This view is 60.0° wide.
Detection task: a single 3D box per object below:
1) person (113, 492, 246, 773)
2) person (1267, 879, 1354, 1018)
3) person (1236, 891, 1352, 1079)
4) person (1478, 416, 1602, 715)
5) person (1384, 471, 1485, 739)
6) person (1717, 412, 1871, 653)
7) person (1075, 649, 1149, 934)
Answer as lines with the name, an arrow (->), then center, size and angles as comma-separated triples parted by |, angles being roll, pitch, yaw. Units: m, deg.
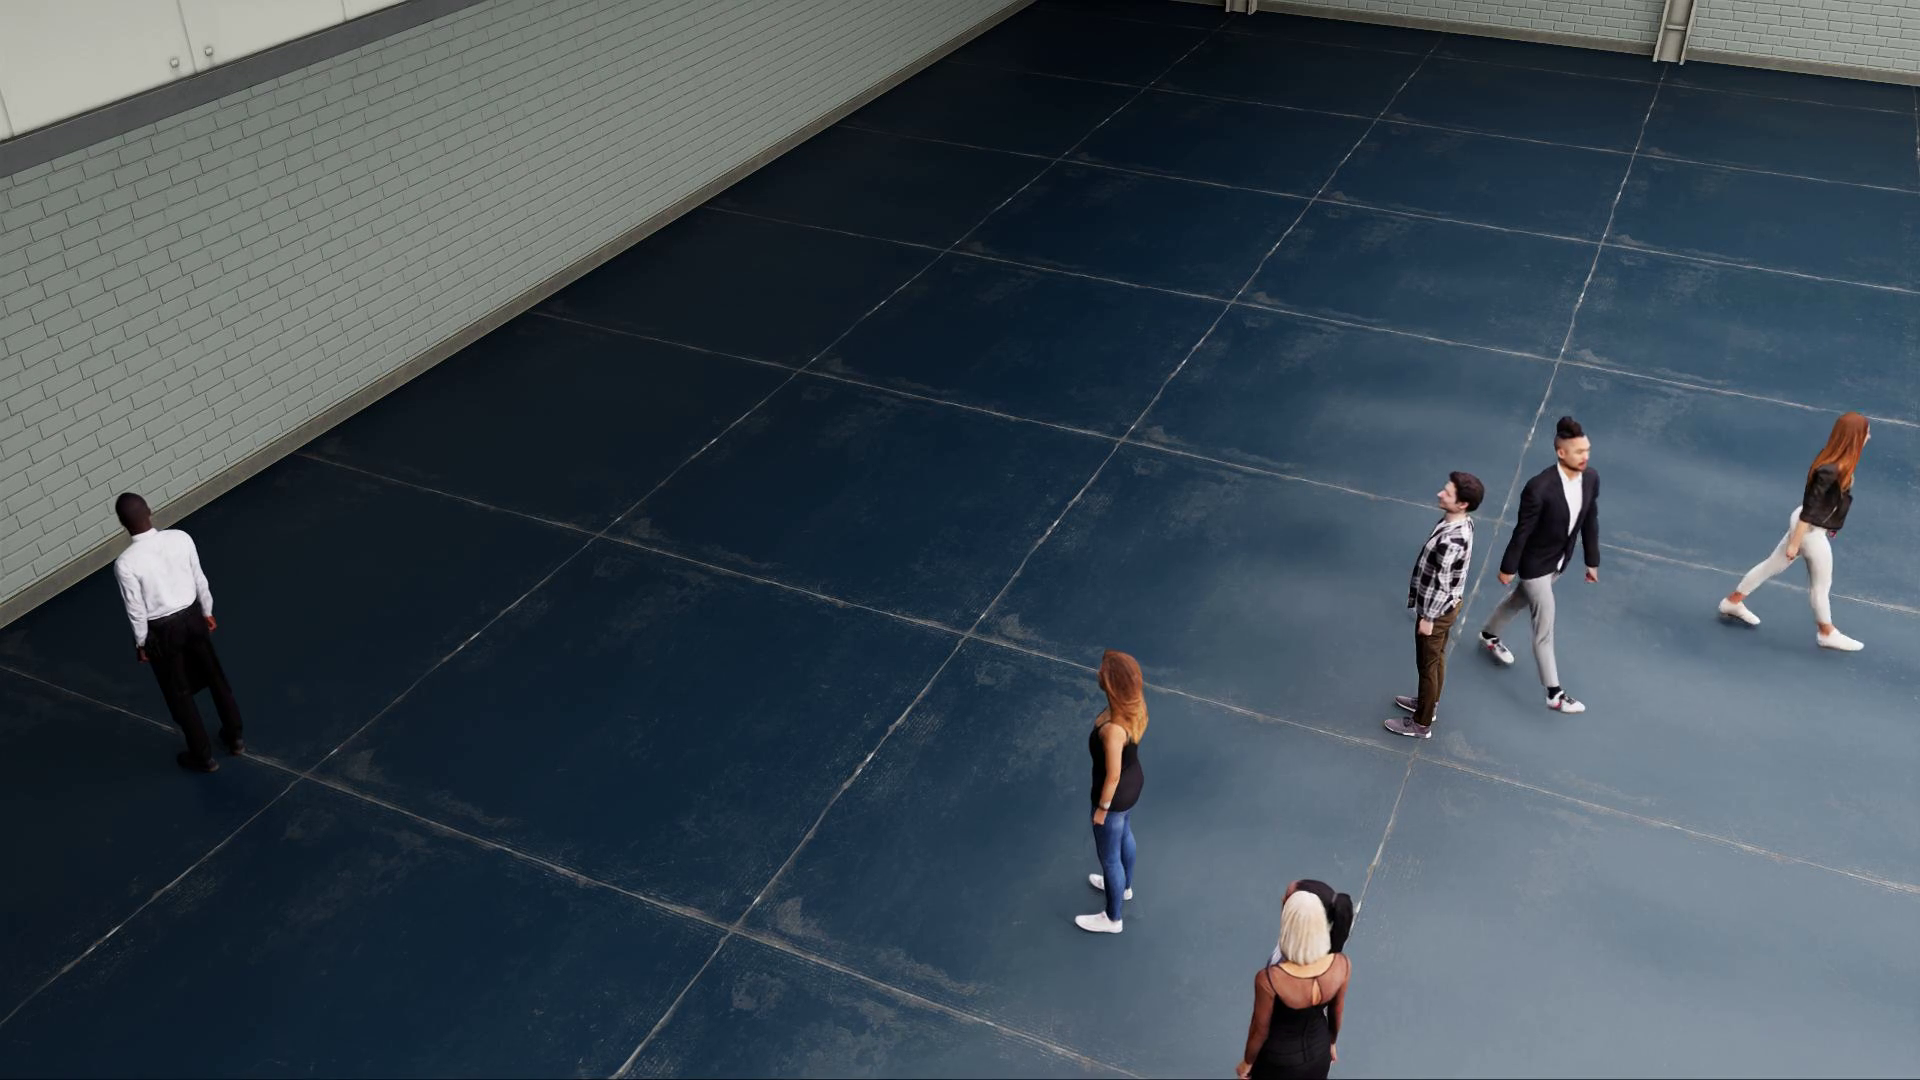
person -> -4.551, 0.537, 9.645 | 0.599, 1.834, 0.685 | 21, 38, 30
person -> 1.441, 2.126, 7.231 | 0.552, 1.722, 0.606 | 15, 35, 23
person -> 1.412, 2.201, 7.091 | 0.654, 1.744, 0.735 | -8, 33, -13
person -> 3.564, 0.066, 10.339 | 1.201, 1.890, 1.350 | -16, 36, -23
person -> 2.855, 0.382, 9.914 | 0.533, 1.809, 0.628 | 16, 35, 23
person -> 5.420, -0.073, 10.777 | 1.116, 1.658, 0.625 | 15, 35, 22
person -> 0.803, 1.288, 8.560 | 0.535, 1.721, 0.612 | 10, 34, 15
